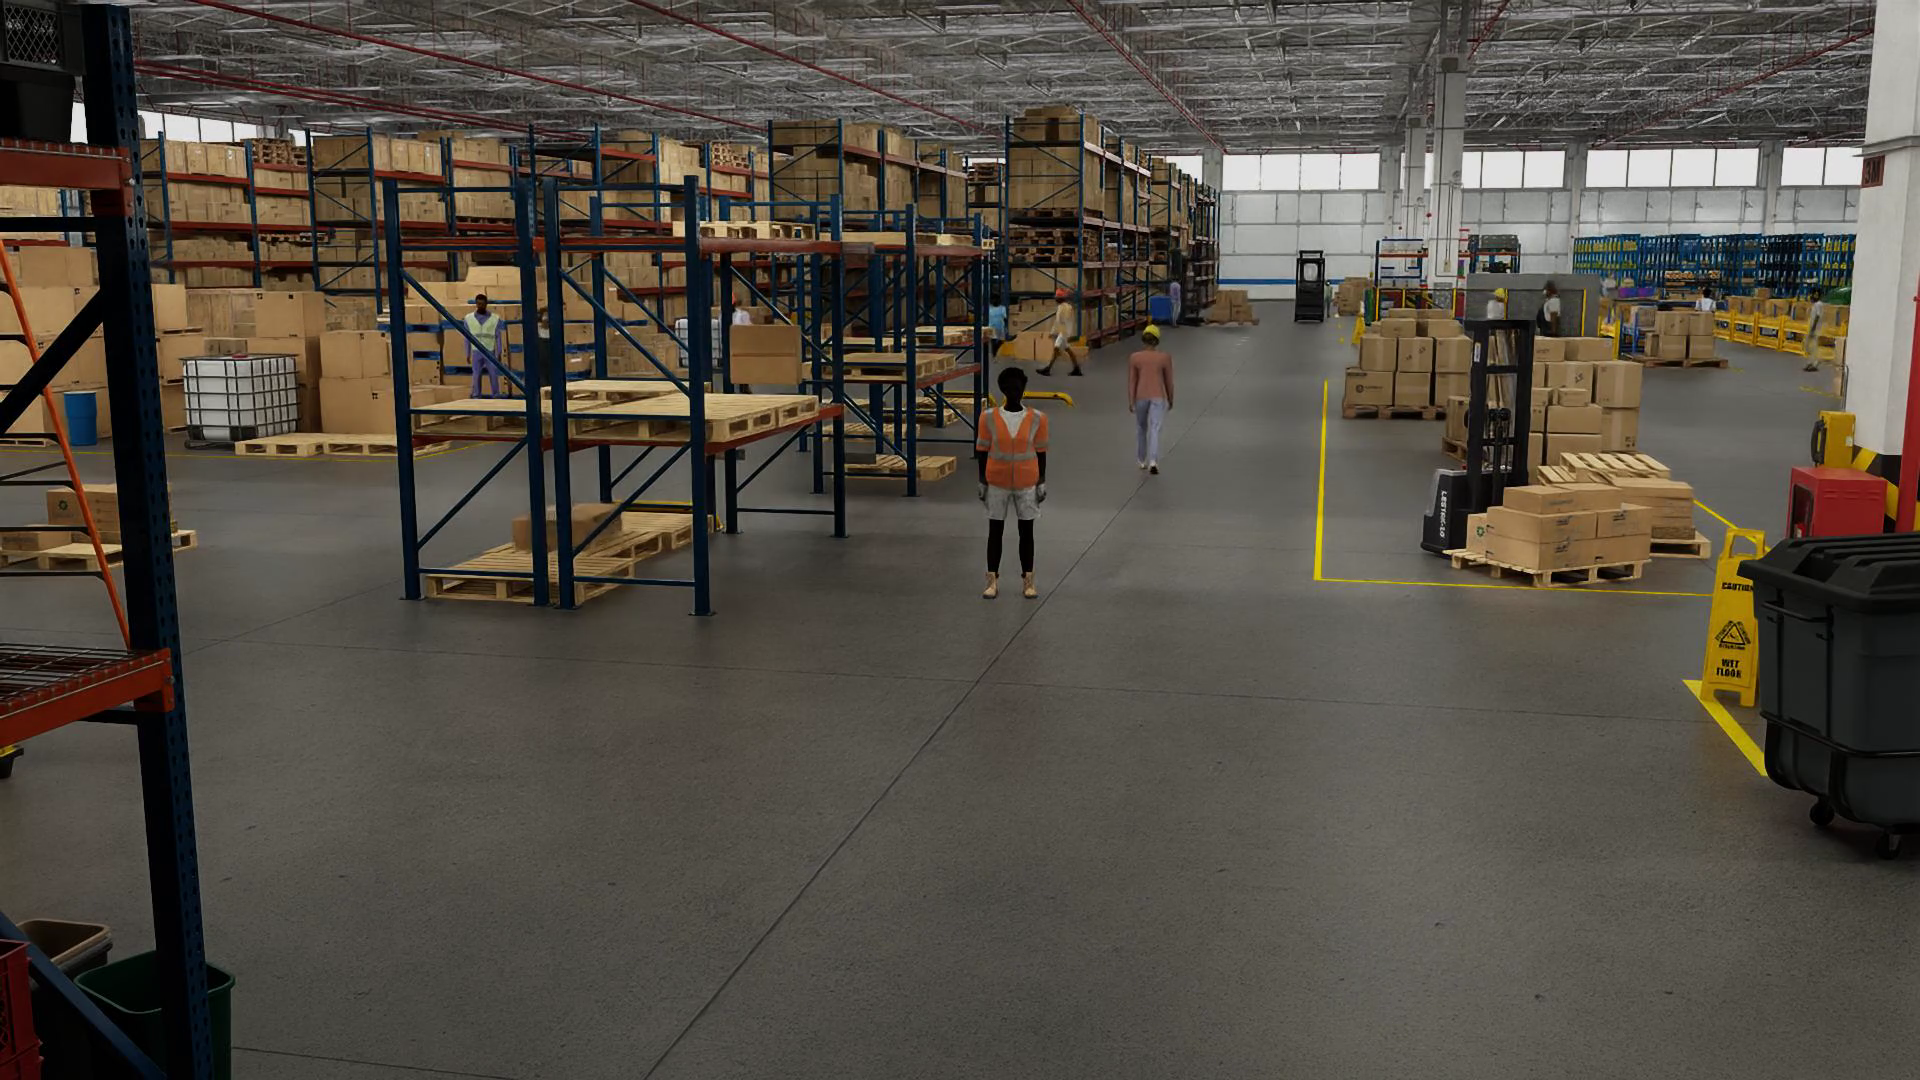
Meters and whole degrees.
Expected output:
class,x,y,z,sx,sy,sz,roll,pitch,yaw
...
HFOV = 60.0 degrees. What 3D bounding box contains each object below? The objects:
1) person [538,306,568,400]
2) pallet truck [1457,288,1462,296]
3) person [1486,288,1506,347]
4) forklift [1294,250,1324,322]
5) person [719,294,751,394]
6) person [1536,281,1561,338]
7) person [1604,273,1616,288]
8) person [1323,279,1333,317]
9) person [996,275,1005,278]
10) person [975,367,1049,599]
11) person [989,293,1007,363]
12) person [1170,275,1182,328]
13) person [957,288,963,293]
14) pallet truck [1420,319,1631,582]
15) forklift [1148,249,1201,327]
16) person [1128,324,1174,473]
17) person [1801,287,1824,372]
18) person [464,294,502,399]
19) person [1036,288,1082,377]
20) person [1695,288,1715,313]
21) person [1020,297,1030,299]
class,x,y,z,sx,sy,sz,roll,pitch,yaw
person,-5.651,-2.289,22.850,0.539,1.832,0.482,-5,11,-25
pallet truck,20.506,-9.785,68.819,0.653,1.274,1.630,2,10,12
person,12.816,-5.095,39.621,0.613,1.782,0.929,-7,12,-34
forklift,13.778,-10.002,65.433,1.129,2.768,1.873,2,10,12
person,-3.970,-3.424,29.417,0.592,1.885,0.732,1,10,6
person,13.536,-4.941,37.946,0.959,2.000,0.687,4,10,21
person,29.008,-11.009,74.362,0.663,1.886,0.551,-4,10,-22
person,15.632,-10.289,70.820,0.506,1.633,0.279,-2,10,-12
person,2.237,-13.776,90.620,0.554,1.920,0.426,0,10,0
person,0.379,-0.411,12.132,0.540,1.700,0.316,0,10,0
person,0.848,-5.068,39.750,0.538,1.679,0.559,-3,10,-18
person,7.806,-8.579,59.834,0.474,1.920,0.654,-3,10,-18
person,0.016,-8.590,60.108,1.012,1.847,0.659,2,10,13
pallet truck,4.543,-0.757,13.299,0.823,1.965,1.885,-4,10,-22
forklift,7.867,-9.227,60.843,1.873,2.768,1.129,2,10,12
person,2.215,-1.641,19.376,0.525,1.728,0.826,2,10,11
person,18.751,-4.631,36.643,0.494,1.857,0.552,3,10,19
person,-7.844,-3.092,27.405,0.590,1.909,0.397,-2,10,-9
person,2.143,-4.373,35.114,1.027,1.866,0.572,-1,10,-7
person,20.724,-6.172,46.294,0.547,1.677,0.399,2,10,11
person,2.193,-7.463,53.910,0.574,1.696,0.339,-5,11,-27
